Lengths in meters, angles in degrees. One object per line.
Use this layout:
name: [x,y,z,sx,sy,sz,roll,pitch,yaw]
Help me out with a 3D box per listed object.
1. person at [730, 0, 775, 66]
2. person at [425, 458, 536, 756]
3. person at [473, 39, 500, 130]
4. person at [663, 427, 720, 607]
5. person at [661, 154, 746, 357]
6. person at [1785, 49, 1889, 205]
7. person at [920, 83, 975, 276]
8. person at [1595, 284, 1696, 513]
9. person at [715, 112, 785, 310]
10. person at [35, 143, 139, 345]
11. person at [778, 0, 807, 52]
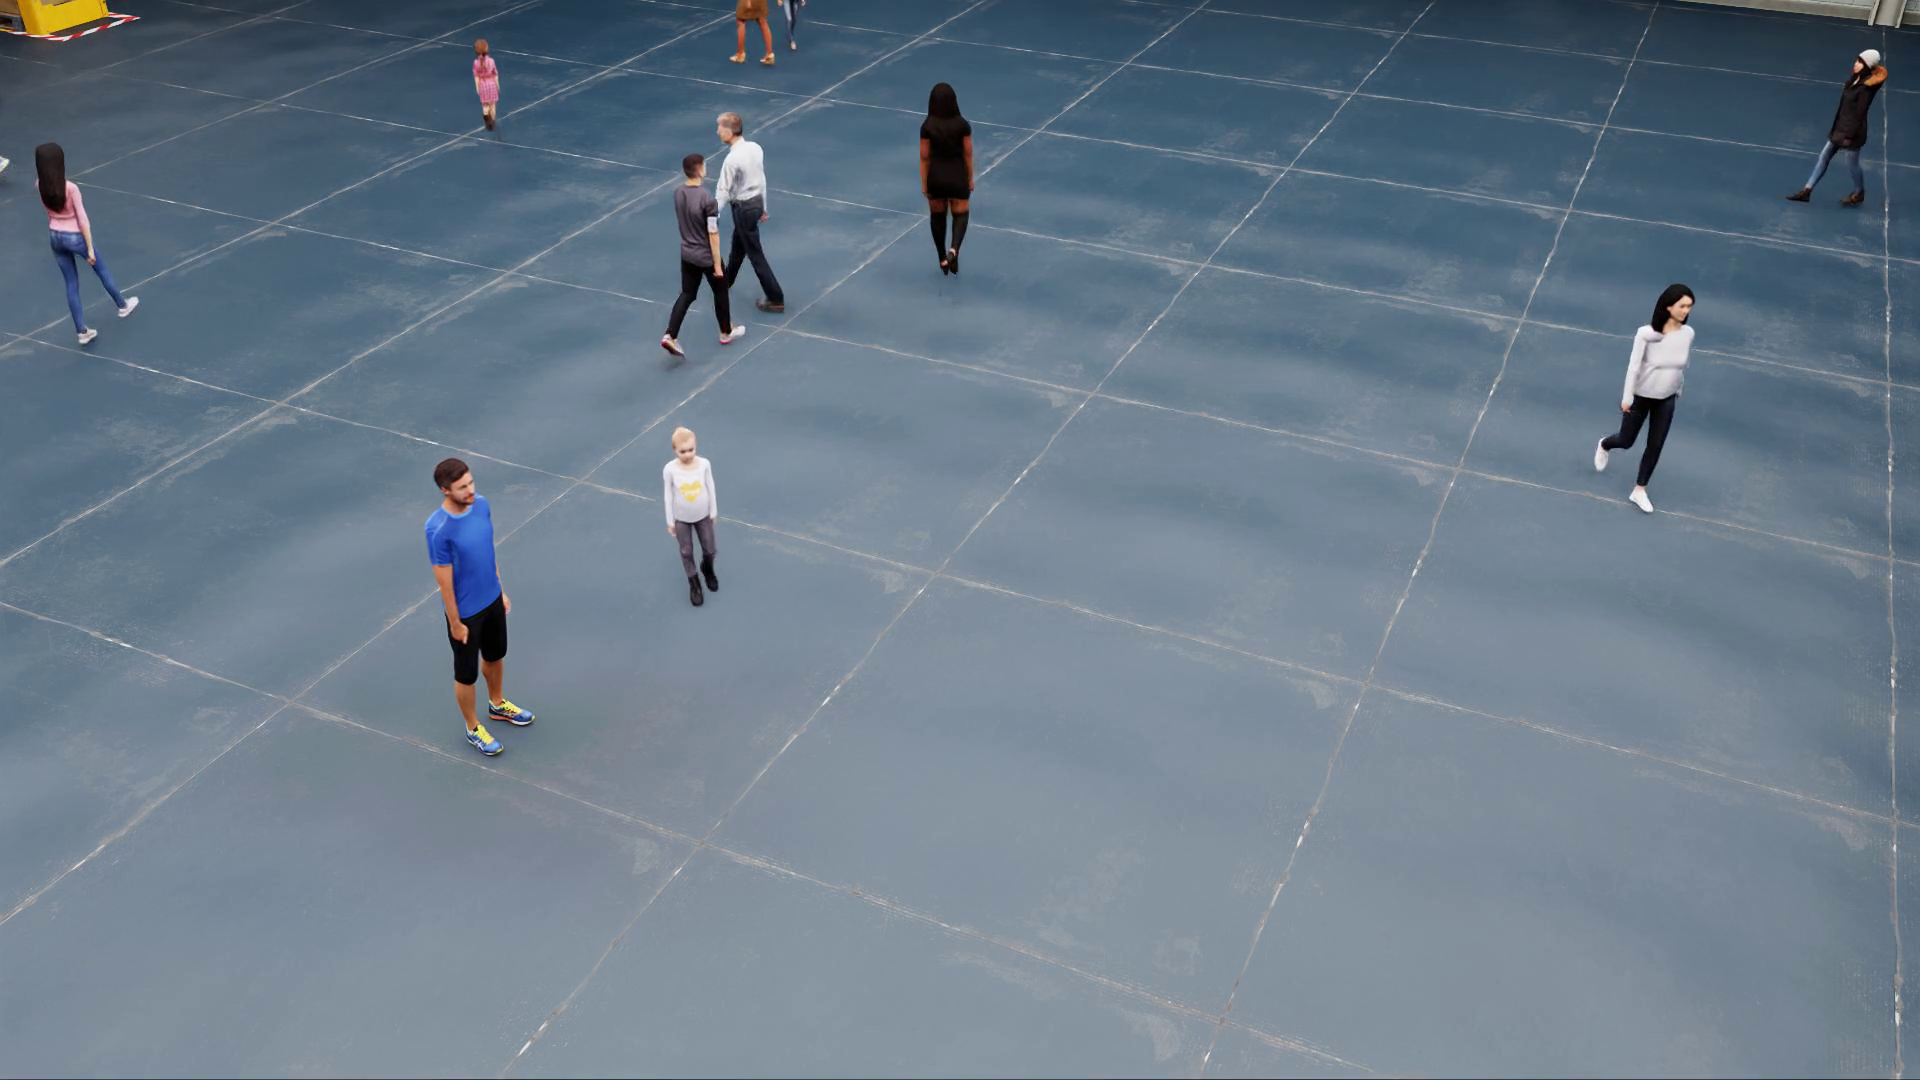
person: [-2.567,-6.891,21.253,0.829,1.664,0.610,12,34,18]
person: [-2.814,0.352,9.580,0.542,1.869,0.600,14,35,22]
person: [-5.491,-5.270,19.301,0.656,1.005,0.721,-12,34,-18]
person: [-1.789,-0.192,11.001,0.607,1.271,0.669,-9,33,-14]
person: [-2.250,-2.353,13.992,1.114,1.736,0.860,21,38,29]
person: [9.172,-4.175,17.014,1.119,1.594,0.900,1,32,1]
person: [-0.119,-3.258,15.328,0.916,1.842,0.900,2,32,4]
person: [4.950,-1.070,12.003,0.960,1.689,0.954,-4,32,-7]
person: [-1.833,-2.889,14.816,1.135,1.764,0.687,12,34,19]
person: [-7.675,-2.519,14.276,1.042,1.714,0.876,3,32,4]
person: [-2.271,-7.220,22.129,0.863,1.286,0.923,-10,34,-16]
